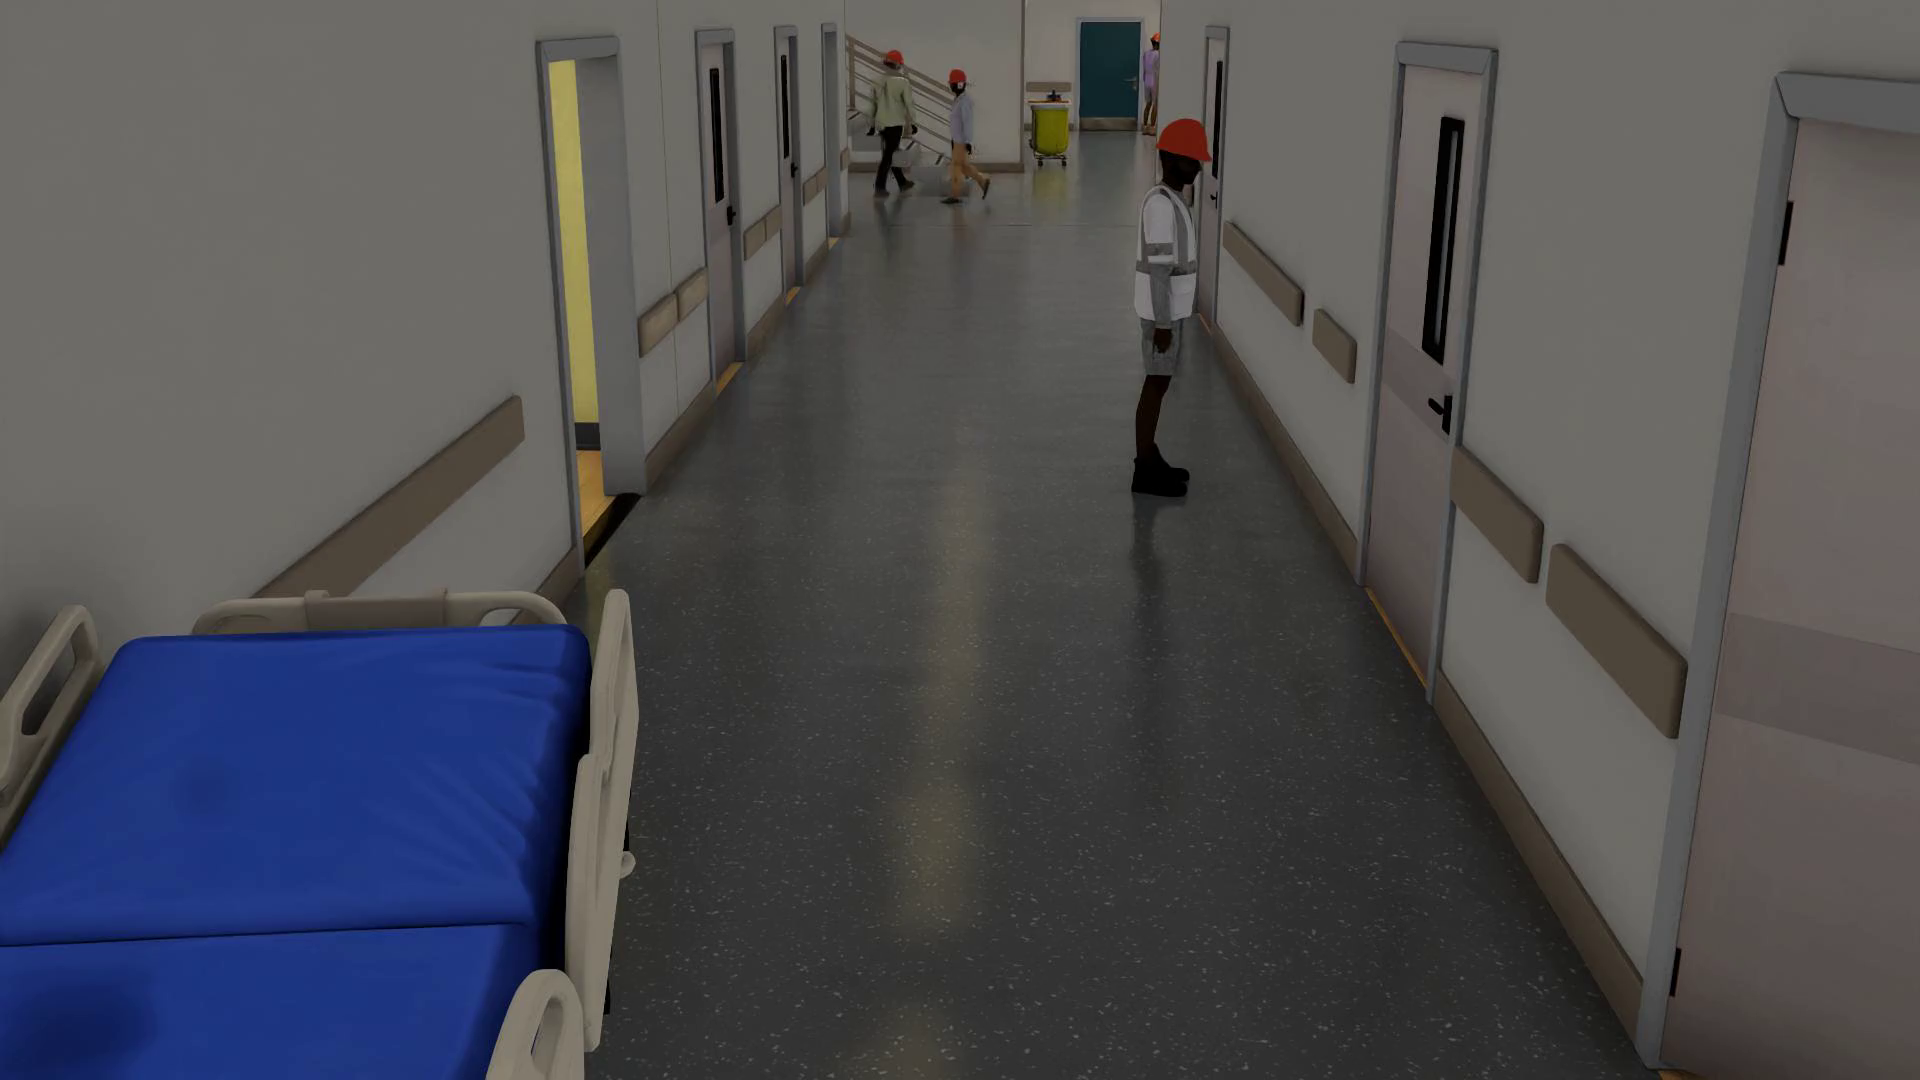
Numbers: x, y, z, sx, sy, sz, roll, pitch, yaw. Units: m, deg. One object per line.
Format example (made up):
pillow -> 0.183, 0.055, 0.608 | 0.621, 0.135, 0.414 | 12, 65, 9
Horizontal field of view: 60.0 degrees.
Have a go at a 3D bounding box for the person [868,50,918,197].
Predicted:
person -> -0.910, -5.689, 22.750 | 0.594, 1.935, 1.004 | 14, 22, 37

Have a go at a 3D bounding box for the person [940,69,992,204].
person -> 0.084, -5.282, 21.802 | 0.654, 1.726, 0.565 | -2, 18, -6

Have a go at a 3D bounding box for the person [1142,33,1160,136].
person -> 3.957, -9.233, 33.740 | 0.407, 2.029, 0.612 | -11, 21, -31

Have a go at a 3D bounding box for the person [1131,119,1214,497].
person -> 1.096, -1.198, 8.641 | 0.377, 1.928, 0.551 | 4, 18, 11
